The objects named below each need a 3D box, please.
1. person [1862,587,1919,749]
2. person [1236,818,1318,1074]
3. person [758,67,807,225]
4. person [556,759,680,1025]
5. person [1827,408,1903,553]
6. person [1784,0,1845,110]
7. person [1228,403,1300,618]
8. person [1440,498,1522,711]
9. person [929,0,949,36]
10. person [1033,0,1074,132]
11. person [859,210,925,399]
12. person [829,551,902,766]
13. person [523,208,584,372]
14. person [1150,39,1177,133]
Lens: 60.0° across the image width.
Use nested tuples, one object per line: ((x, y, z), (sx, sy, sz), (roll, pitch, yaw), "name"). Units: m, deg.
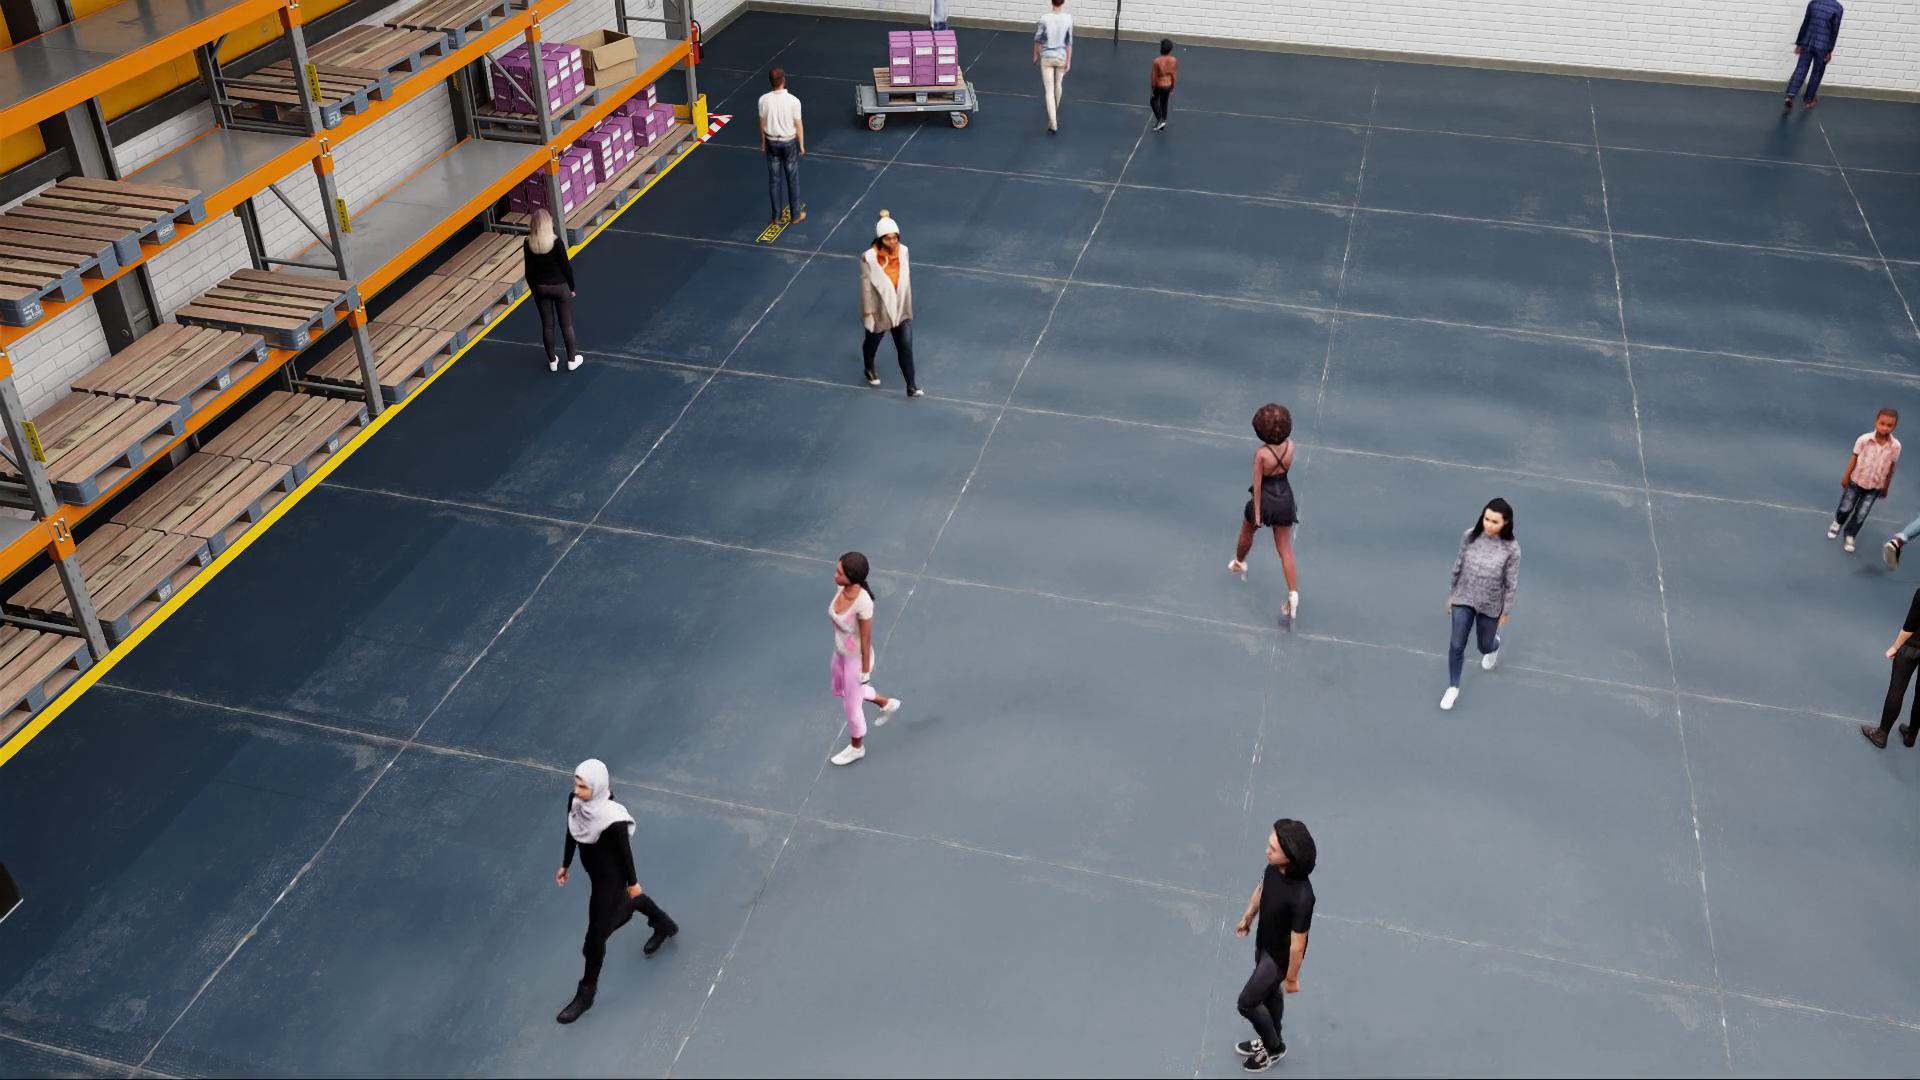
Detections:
((6.764, 0.761, 11.665), (0.618, 1.641, 0.571), (2, 34, 2), "person")
((1.847, 2.243, 9.272), (0.786, 1.821, 0.636), (-1, 34, -2), "person")
((-2.111, -4.646, 19.607), (0.694, 1.853, 0.601), (4, 34, 6), "person")
((-2.019, 1.941, 9.807), (1.248, 1.731, 1.013), (-29, 43, -36), "person")
((7.599, -0.534, 13.919), (0.520, 1.300, 0.583), (13, 36, 19), "person")
((11.761, -6.804, 22.897), (1.099, 1.806, 0.961), (-29, 43, -36), "person")
((2.491, -0.197, 13.015), (0.976, 1.741, 1.192), (-11, 35, -16), "person")
((3.809, 0.420, 12.111), (0.823, 1.715, 1.021), (22, 39, 30), "person")
((-0.354, -7.765, 24.856), (0.850, 1.238, 0.863), (-22, 40, -30), "person")
((1.253, -6.377, 22.257), (0.969, 1.803, 1.293), (-4, 34, -5), "person")
((-0.759, -2.294, 16.076), (1.167, 1.845, 1.244), (-16, 37, -23), "person")
((-0.655, 0.797, 11.528), (0.925, 1.731, 0.868), (-18, 37, -25), "person")
((-4.055, -2.473, 16.489), (0.666, 1.686, 0.613), (1, 34, 1), "person")
((2.736, -6.073, 22.302), (0.663, 1.247, 0.722), (-12, 35, -17), "person")
